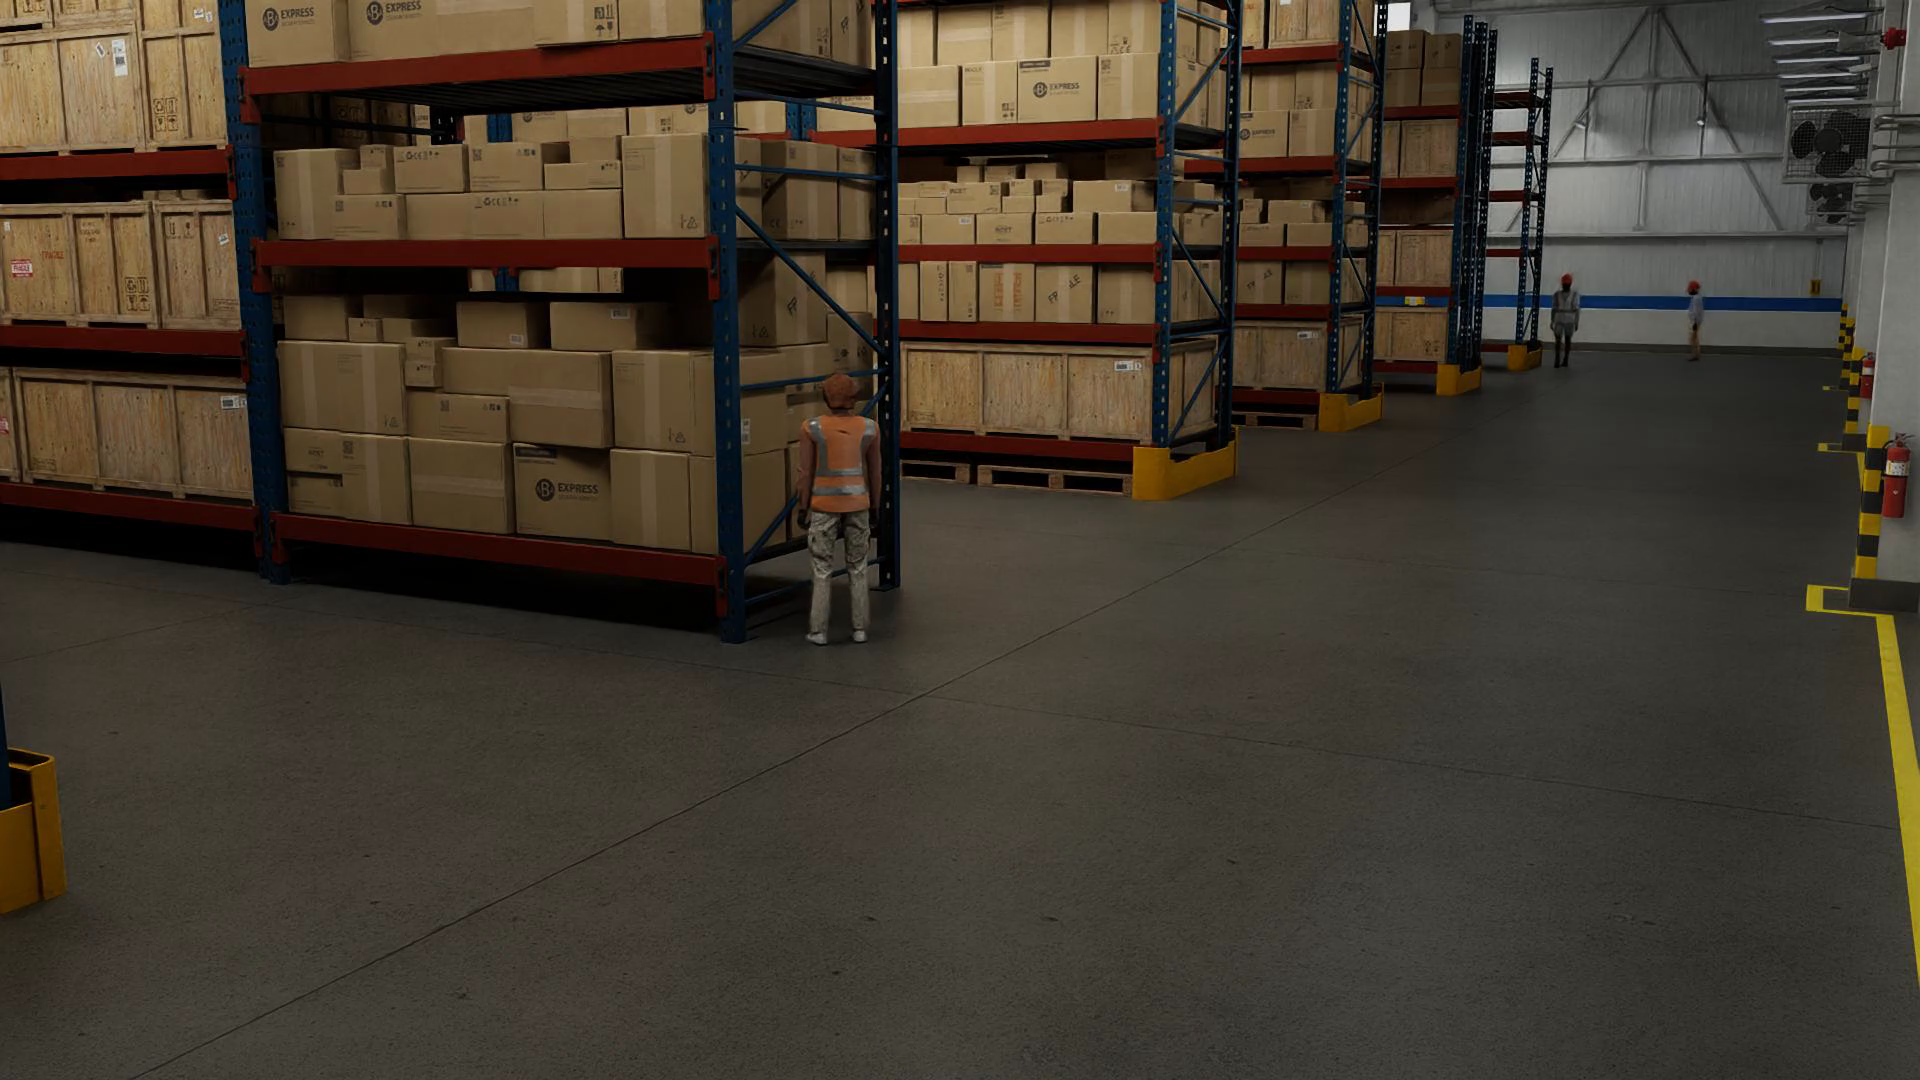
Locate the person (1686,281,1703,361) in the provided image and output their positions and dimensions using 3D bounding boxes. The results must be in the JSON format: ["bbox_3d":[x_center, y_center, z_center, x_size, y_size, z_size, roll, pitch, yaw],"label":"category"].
[{"bbox_3d":[15.804,-4.711,35.838,0.424,1.728,0.602,3,10,18],"label":"person"}]

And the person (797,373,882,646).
[{"bbox_3d":[-0.711,-0.179,9.900,0.524,1.631,0.318,-4,10,-19],"label":"person"}]

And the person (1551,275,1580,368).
[{"bbox_3d":[12.360,-4.465,33.967,0.558,1.895,0.974,5,11,26],"label":"person"}]
